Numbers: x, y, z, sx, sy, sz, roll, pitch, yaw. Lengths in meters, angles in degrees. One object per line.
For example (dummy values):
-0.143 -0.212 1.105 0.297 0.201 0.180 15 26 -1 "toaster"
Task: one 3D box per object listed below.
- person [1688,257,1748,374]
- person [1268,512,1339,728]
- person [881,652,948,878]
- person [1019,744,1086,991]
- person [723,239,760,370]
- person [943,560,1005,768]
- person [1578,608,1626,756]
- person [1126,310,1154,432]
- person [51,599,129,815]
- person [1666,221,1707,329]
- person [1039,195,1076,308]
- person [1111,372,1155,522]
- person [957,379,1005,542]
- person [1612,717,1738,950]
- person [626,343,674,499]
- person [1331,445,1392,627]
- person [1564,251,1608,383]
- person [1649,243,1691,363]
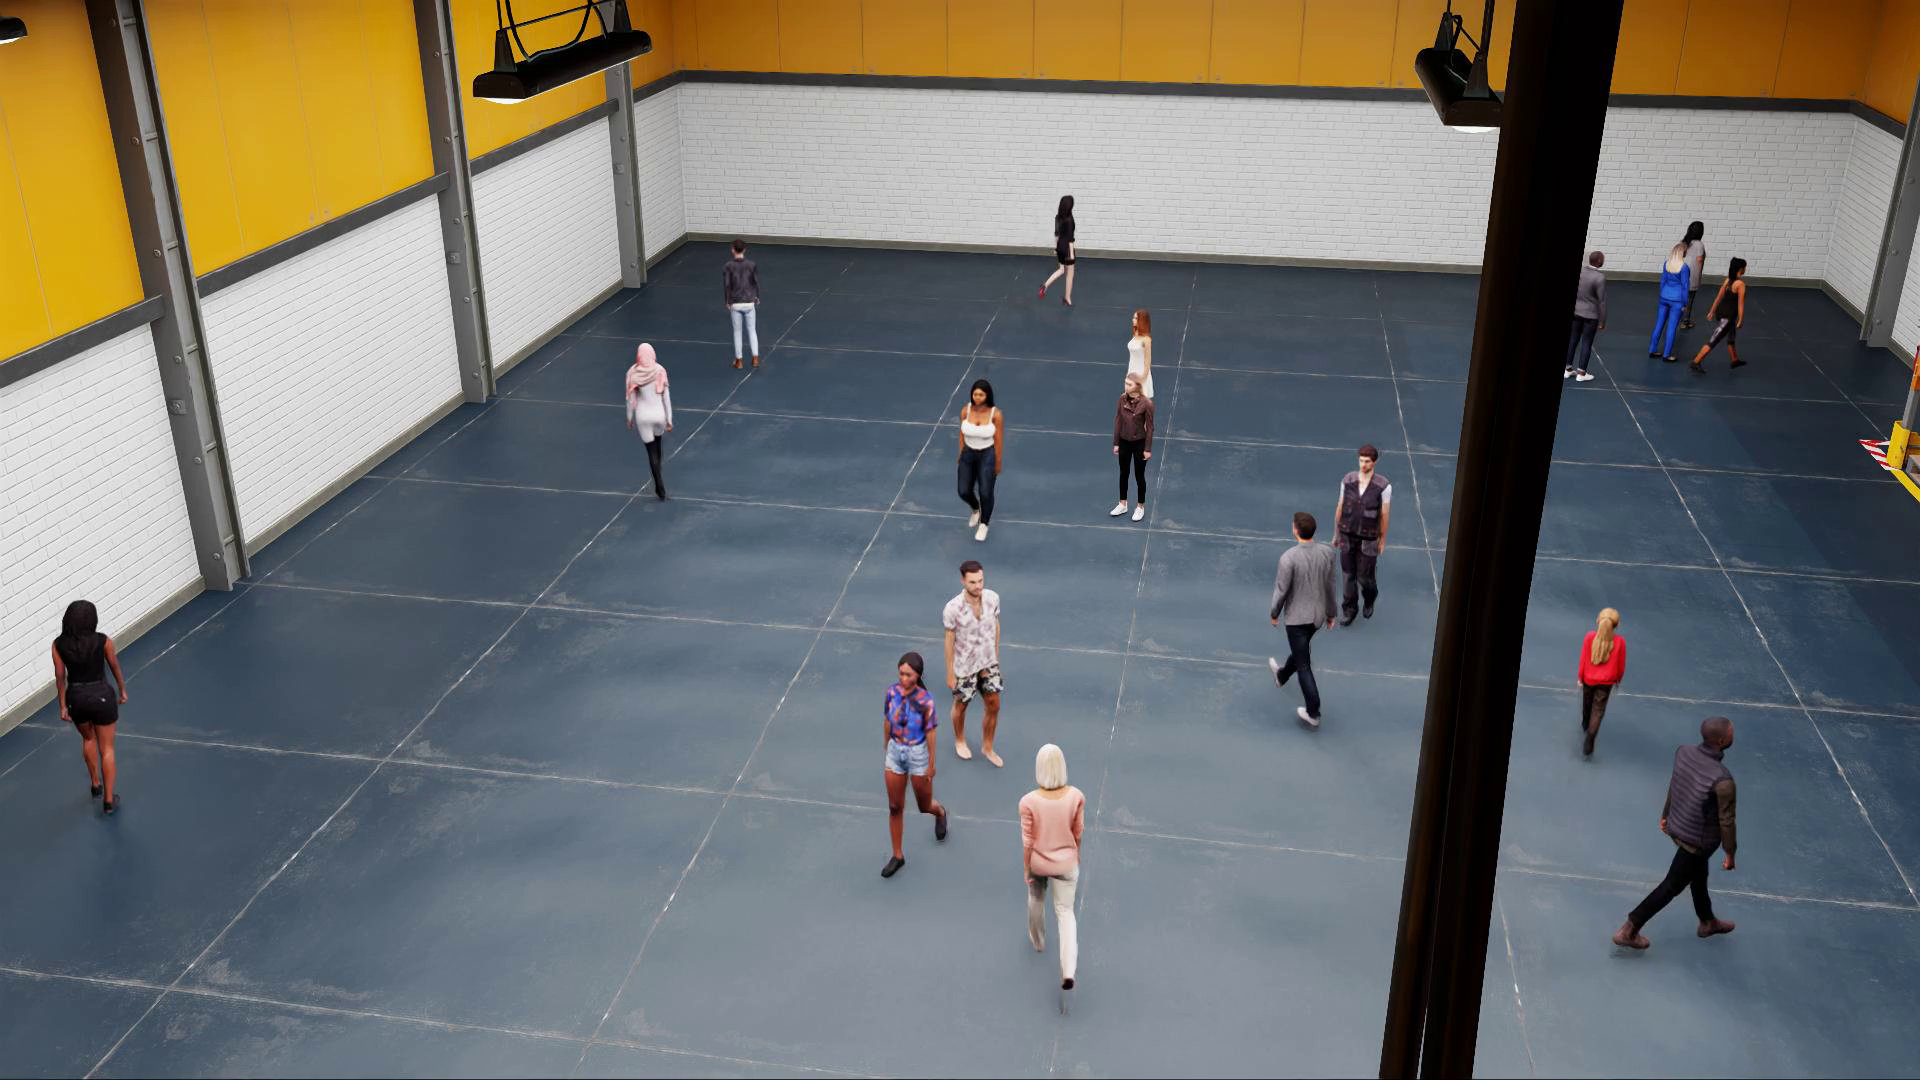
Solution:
10.620 -3.095 23.201 0.917 1.609 1.200 -3 24 -7 "person"
2.988 0.725 14.227 1.123 1.797 1.325 -9 25 -20 "person"
-0.335 1.611 12.294 0.775 1.723 1.040 12 26 25 "person"
0.627 2.177 11.030 0.799 1.697 1.126 -3 24 -6 "person"
-3.070 -3.333 23.460 0.732 1.837 0.725 -9 25 -19 "person"
0.064 0.957 13.697 0.891 1.796 0.956 -10 25 -22 "person"
5.313 1.193 13.840 0.662 1.250 0.968 11 26 23 "person"
2.230 -2.030 20.637 0.704 1.711 0.605 -9 25 -19 "person"
-6.783 1.332 12.954 0.751 1.704 0.842 -10 26 -22 "person"
11.114 -4.069 25.426 0.840 1.612 0.776 -14 27 -28 "person"
1.587 -4.529 26.255 0.928 1.789 0.908 -11 26 -24 "person"
1.926 -1.054 18.416 0.673 1.702 0.642 15 28 31 "person"
0.233 -0.894 17.929 0.696 1.799 0.752 8 25 17 "person"
4.879 2.031 11.249 1.055 1.790 1.237 -4 24 -9 "person"
-3.508 -1.325 18.959 1.023 1.764 1.228 -8 25 -18 "person"
3.874 -0.069 15.989 0.767 1.840 0.815 14 27 29 "person"
8.612 -3.101 22.956 0.869 1.816 0.786 -13 27 -27 "person"
10.180 -3.408 23.802 0.775 1.701 0.685 -11 26 -24 "person"
